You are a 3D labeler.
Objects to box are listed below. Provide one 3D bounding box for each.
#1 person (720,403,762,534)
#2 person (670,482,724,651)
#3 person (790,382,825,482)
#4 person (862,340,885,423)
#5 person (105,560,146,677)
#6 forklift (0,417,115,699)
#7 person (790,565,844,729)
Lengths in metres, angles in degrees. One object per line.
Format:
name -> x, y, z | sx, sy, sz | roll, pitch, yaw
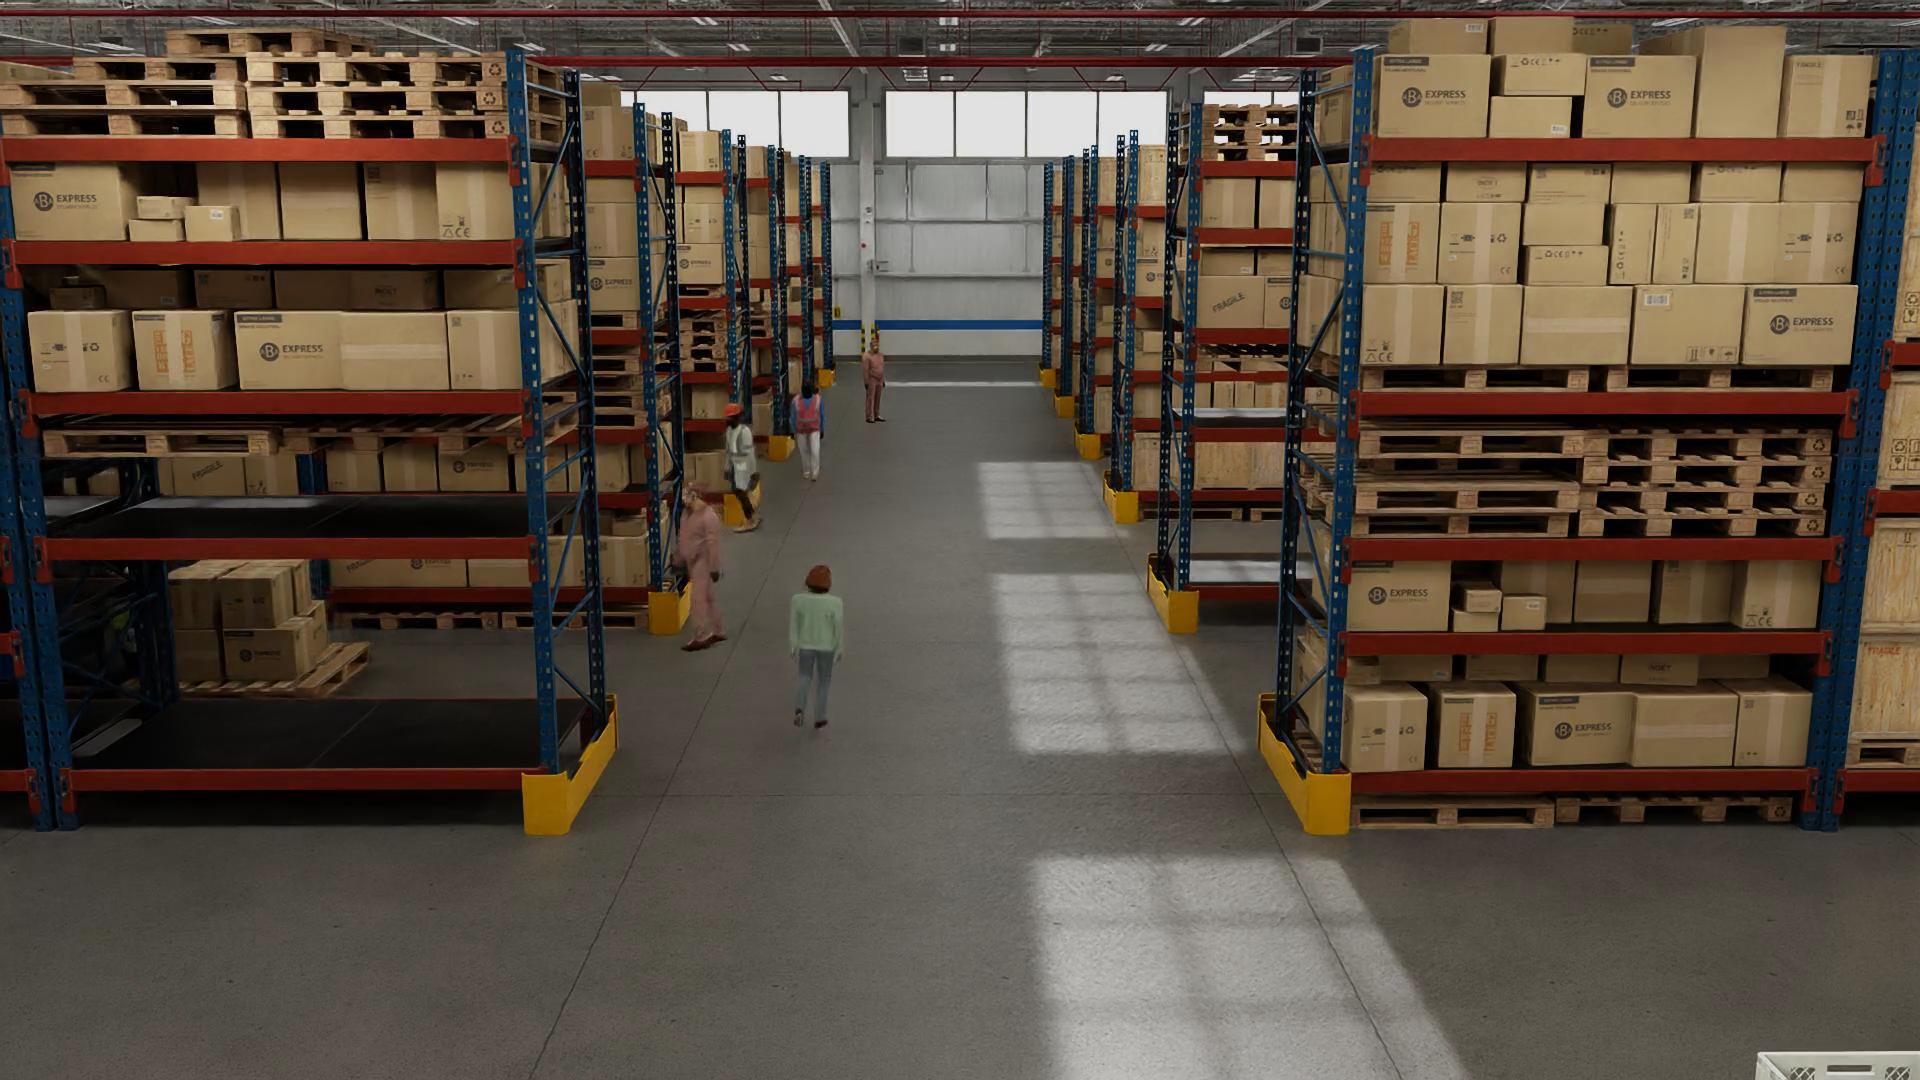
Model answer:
person -> -3.366, -1.087, 25.230 | 0.488, 2.016, 0.630 | -7, 14, -33
person -> -3.024, 0.286, 18.797 | 0.794, 1.871, 0.639 | -8, 14, -35
person -> -2.760, -1.946, 30.017 | 0.622, 1.800, 0.915 | 0, 11, -1
person -> -1.948, -3.646, 38.195 | 0.403, 1.906, 0.651 | 9, 15, 38
person -> -8.288, 0.832, 16.522 | 0.318, 1.697, 0.535 | -11, 16, -43
forklift -> -9.361, 0.191, 16.753 | 1.873, 2.768, 1.129 | 0, 11, -1
person -> -1.359, 1.036, 15.744 | 0.517, 1.613, 0.419 | 1, 11, 7
